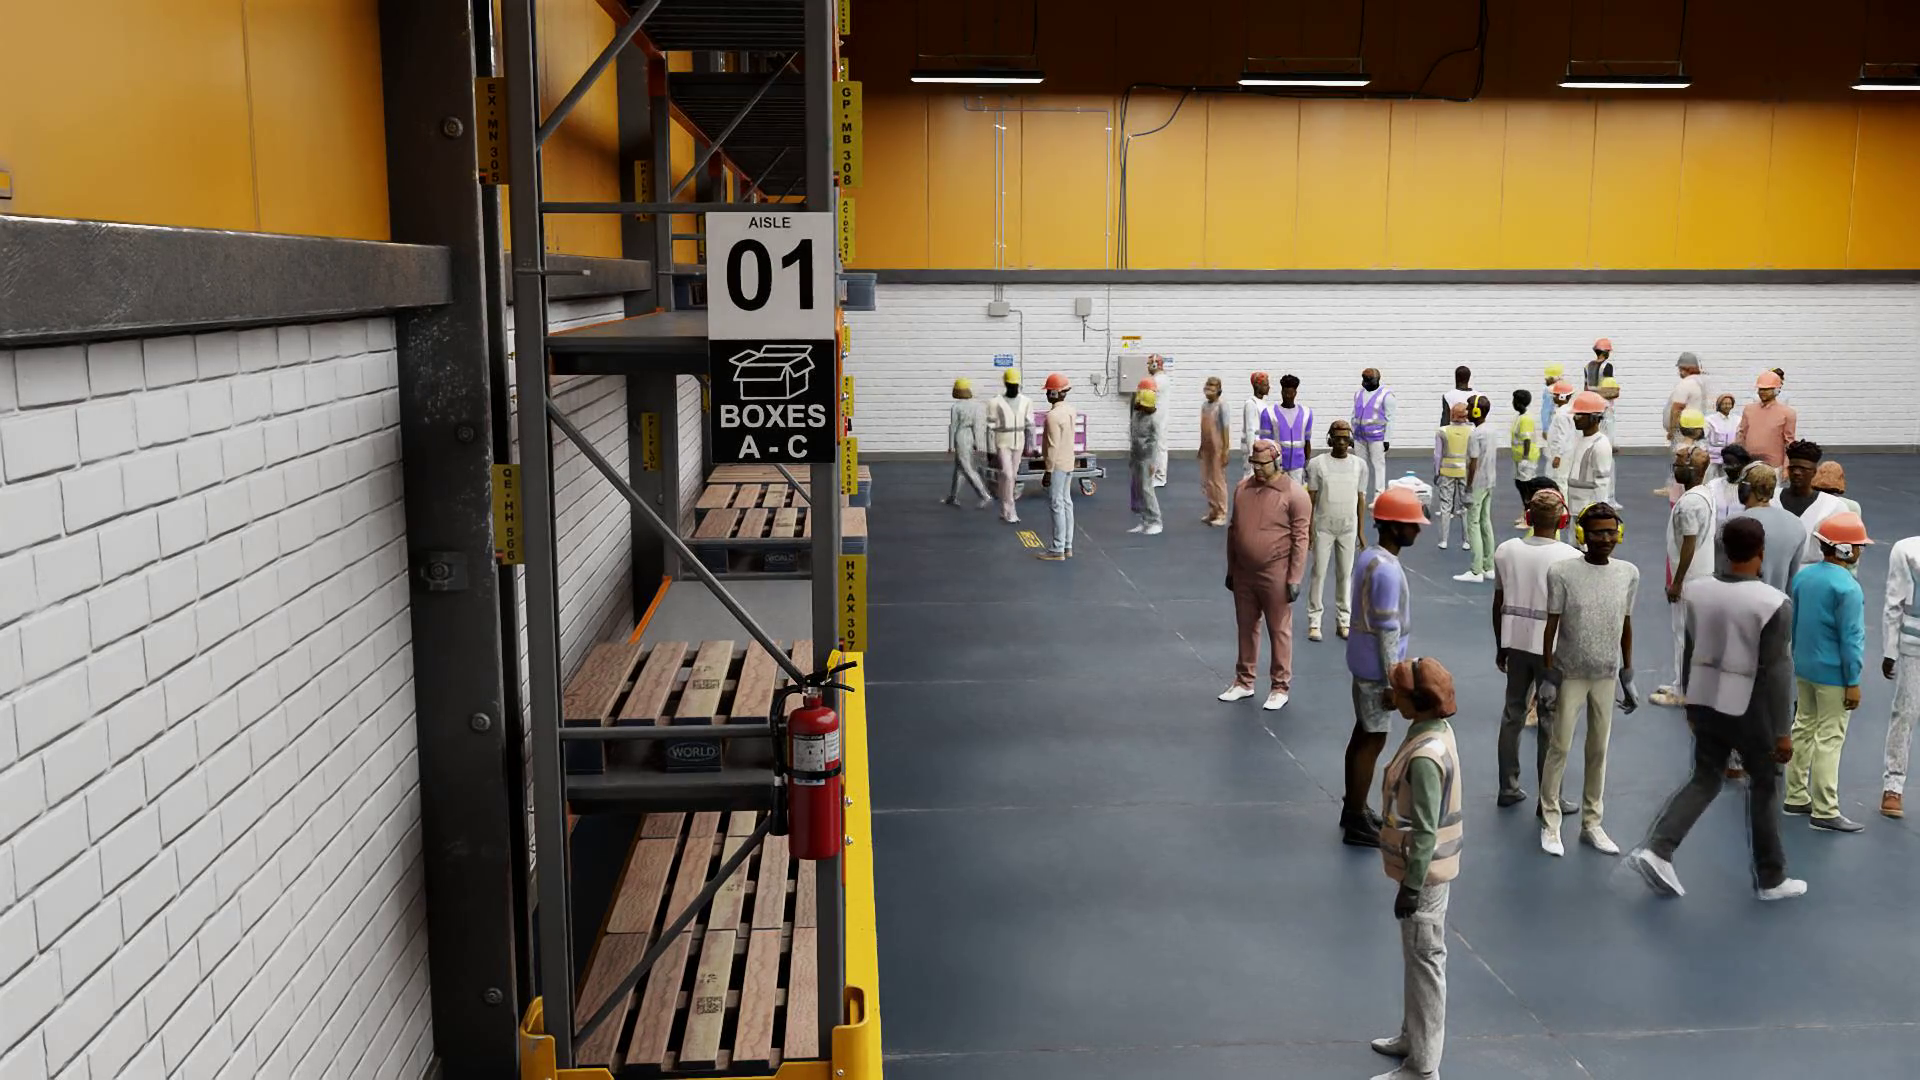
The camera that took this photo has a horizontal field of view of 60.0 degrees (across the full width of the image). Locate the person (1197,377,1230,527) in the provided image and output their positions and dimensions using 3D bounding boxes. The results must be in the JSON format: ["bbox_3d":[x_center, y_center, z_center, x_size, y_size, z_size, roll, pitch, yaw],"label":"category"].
[{"bbox_3d":[3.069,-1.072,20.121,0.419,1.822,0.573,-4,10,-25],"label":"person"}]

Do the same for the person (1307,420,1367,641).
[{"bbox_3d":[3.121,-0.077,13.811,0.505,1.846,0.346,-1,9,-4],"label":"person"}]

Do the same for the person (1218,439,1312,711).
[{"bbox_3d":[2.122,0.235,11.679,0.639,1.903,0.407,9,13,44],"label":"person"}]

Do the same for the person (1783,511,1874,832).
[{"bbox_3d":[4.788,0.711,9.147,0.326,1.752,0.560,-1,9,-4],"label":"person"}]

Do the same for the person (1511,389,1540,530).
[{"bbox_3d":[6.770,-0.967,19.910,0.348,1.685,0.612,1,9,7],"label":"person"}]

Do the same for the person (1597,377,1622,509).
[{"bbox_3d":[8.330,-1.232,21.468,0.506,1.719,0.580,3,10,19],"label":"person"}]

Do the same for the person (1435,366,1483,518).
[{"bbox_3d":[6.274,-1.222,20.836,0.601,1.903,0.411,-3,10,-18],"label":"person"}]

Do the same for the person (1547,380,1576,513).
[{"bbox_3d":[7.343,-1.075,20.366,0.326,1.752,0.560,4,10,24],"label":"person"}]

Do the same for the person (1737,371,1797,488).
[{"bbox_3d":[8.737,-0.835,18.101,0.381,1.996,0.608,-7,11,-38],"label":"person"}]

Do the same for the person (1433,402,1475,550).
[{"bbox_3d":[5.492,-0.701,18.375,0.523,1.638,0.310,3,10,19],"label":"person"}]

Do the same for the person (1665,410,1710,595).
[{"bbox_3d":[6.878,-0.343,15.734,0.310,1.768,0.533,4,10,23],"label":"person"}]

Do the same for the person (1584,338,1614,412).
[{"bbox_3d":[10.124,-2.168,26.310,0.365,2.048,0.608,-3,10,-19],"label":"person"}]

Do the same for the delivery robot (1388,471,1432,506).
[{"bbox_3d":[5.669,-0.621,20.961,0.477,0.478,0.707,-1,9,-6],"label":"delivery robot"}]

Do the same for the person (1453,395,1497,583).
[{"bbox_3d":[5.138,-0.509,16.494,0.318,1.860,0.512,8,12,41],"label":"person"}]

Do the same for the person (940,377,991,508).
[{"bbox_3d":[0.082,-1.277,21.788,0.858,1.713,0.492,7,11,37],"label":"person"}]

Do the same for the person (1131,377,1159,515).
[{"bbox_3d":[2.344,-1.193,21.112,0.339,1.748,0.564,0,9,-1],"label":"person"}]

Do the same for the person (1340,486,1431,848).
[{"bbox_3d":[2.270,0.670,8.885,0.407,1.927,0.547,1,9,8],"label":"person"}]

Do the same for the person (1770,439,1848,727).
[{"bbox_3d":[5.504,0.308,11.012,0.601,1.967,0.369,8,12,41],"label":"person"}]

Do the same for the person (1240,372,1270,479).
[{"bbox_3d":[3.540,-1.062,19.879,0.360,1.883,0.574,4,10,25],"label":"person"}]

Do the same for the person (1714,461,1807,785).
[{"bbox_3d":[4.713,0.494,9.935,0.627,1.941,0.371,-3,10,-20],"label":"person"}]

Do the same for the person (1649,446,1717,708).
[{"bbox_3d":[5.113,0.257,11.718,0.341,1.846,0.510,6,11,35],"label":"person"}]

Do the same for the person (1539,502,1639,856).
[{"bbox_3d":[3.298,0.726,8.706,0.521,1.869,0.328,-1,9,-3],"label":"person"}]

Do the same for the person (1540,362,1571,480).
[{"bbox_3d":[8.535,-1.636,23.752,0.623,1.809,0.683,-7,11,-36],"label":"person"}]

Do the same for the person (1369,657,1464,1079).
[{"bbox_3d":[1.716,1.236,6.217,0.307,1.640,0.513,3,9,16],"label":"person"}]

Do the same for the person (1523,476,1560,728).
[{"bbox_3d":[3.891,0.414,11.189,0.321,1.697,0.530,3,10,18],"label":"person"}]

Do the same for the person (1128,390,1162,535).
[{"bbox_3d":[2.185,-0.915,19.554,0.347,1.709,0.538,-5,10,-27],"label":"person"}]

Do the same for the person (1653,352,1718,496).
[{"bbox_3d":[9.920,-1.568,22.559,0.858,2.000,0.680,8,12,40],"label":"person"}]

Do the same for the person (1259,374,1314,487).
[{"bbox_3d":[3.573,-0.839,18.226,0.609,1.963,0.369,-1,9,-8],"label":"person"}]

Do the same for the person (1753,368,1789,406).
[{"bbox_3d":[10.352,-1.271,21.285,0.498,1.861,0.326,-1,9,-9],"label":"person"}]

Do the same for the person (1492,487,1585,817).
[{"bbox_3d":[3.249,0.631,9.350,0.384,1.849,0.569,-7,12,-39],"label":"person"}]

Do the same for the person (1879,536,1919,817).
[{"bbox_3d":[5.453,0.629,9.263,0.574,1.882,0.358,3,10,18],"label":"person"}]

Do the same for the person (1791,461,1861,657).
[{"bbox_3d":[6.561,0.213,12.654,0.498,1.633,0.285,7,11,36],"label":"person"}]

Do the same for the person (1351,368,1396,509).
[{"bbox_3d":[5.338,-1.323,21.655,0.429,1.839,0.630,-7,11,-38],"label":"person"}]

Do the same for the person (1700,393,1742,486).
[{"bbox_3d":[9.049,-0.927,19.790,0.514,1.641,0.315,0,9,1],"label":"person"}]

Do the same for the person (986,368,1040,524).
[{"bbox_3d":[0.672,-1.139,20.295,0.601,1.893,0.850,-5,10,-27],"label":"person"}]

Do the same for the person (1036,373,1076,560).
[{"bbox_3d":[1.038,-0.780,17.761,0.382,1.995,0.612,4,10,23],"label":"person"}]

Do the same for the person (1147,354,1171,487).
[{"bbox_3d":[2.804,-1.709,23.872,0.399,1.908,0.643,3,9,17],"label":"person"}]

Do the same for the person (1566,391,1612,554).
[{"bbox_3d":[5.366,-0.256,14.316,0.373,2.044,0.607,0,9,1],"label":"person"}]

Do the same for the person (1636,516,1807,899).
[{"bbox_3d":[3.726,0.827,8.058,0.798,1.880,0.681,-4,10,-25],"label":"person"}]
